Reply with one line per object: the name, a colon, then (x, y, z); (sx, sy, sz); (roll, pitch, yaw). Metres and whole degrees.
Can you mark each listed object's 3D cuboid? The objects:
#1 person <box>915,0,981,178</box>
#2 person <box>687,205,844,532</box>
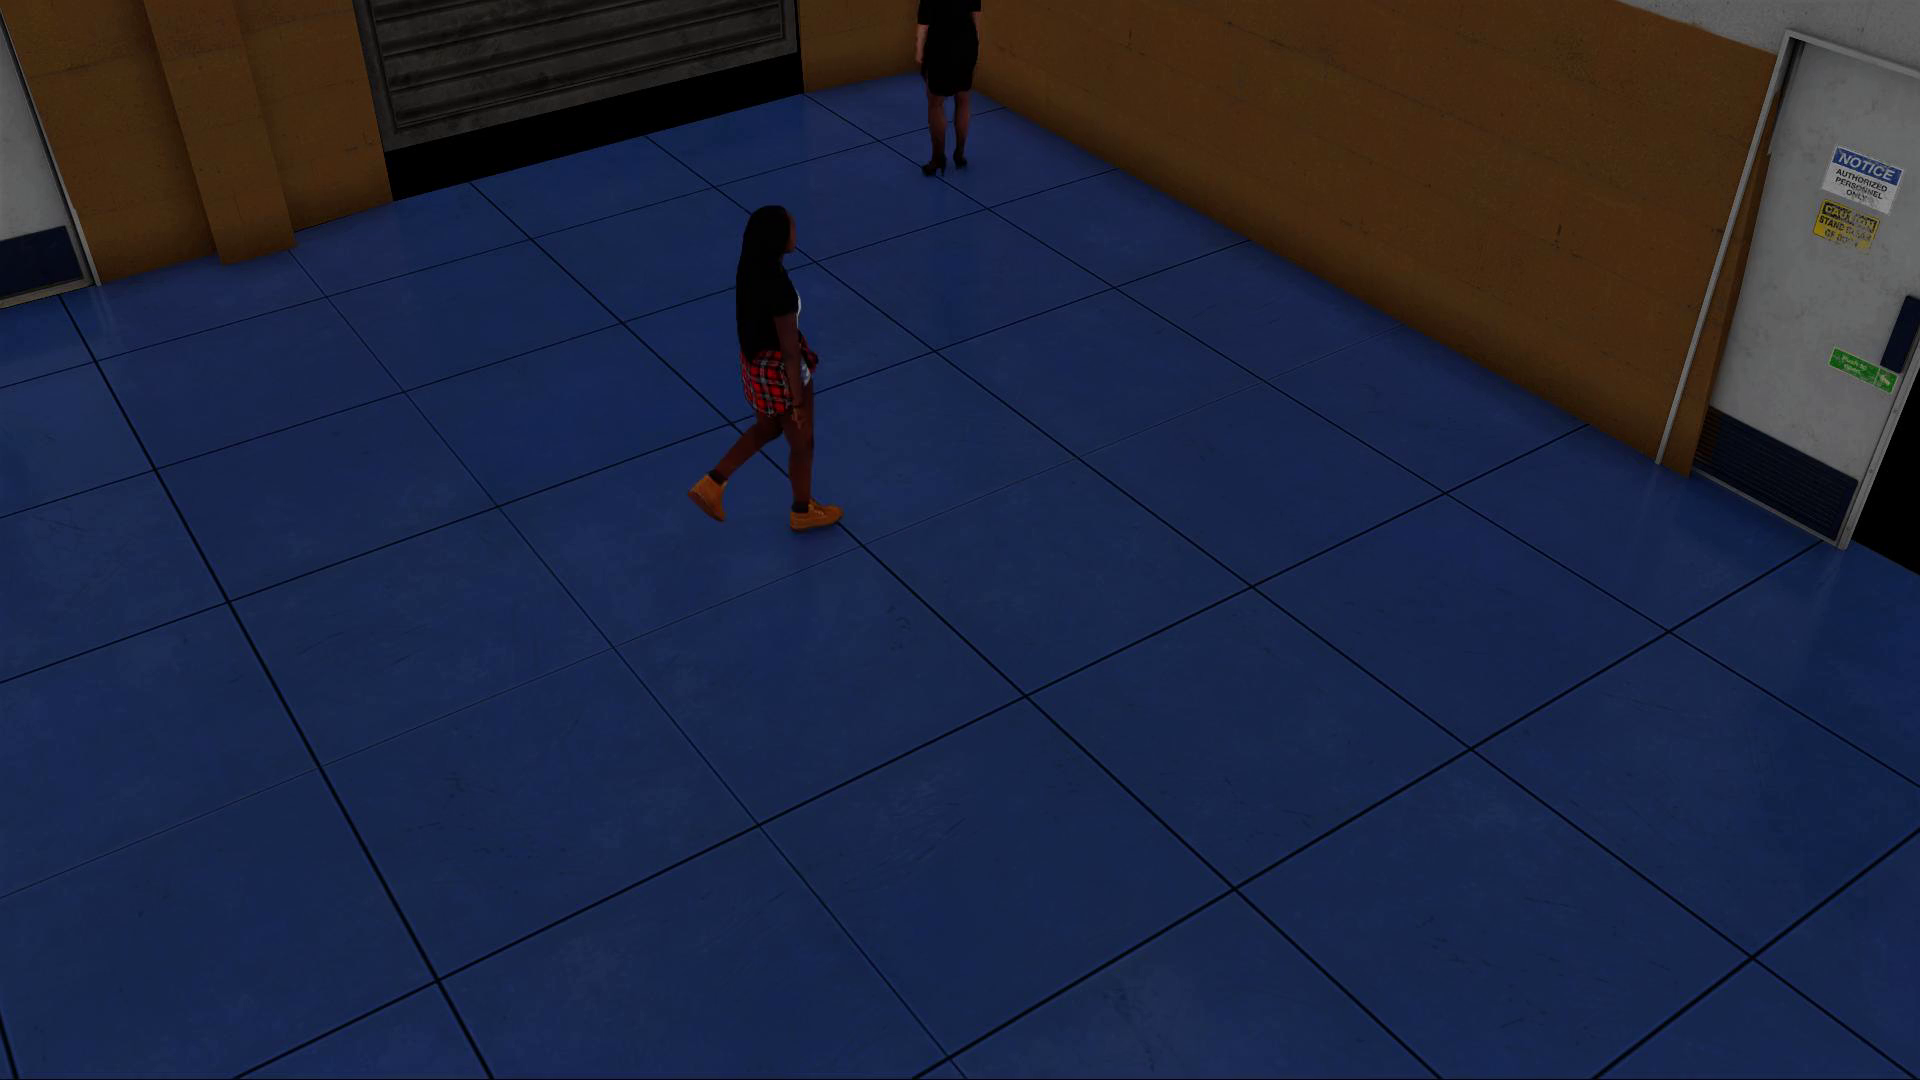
person: (-0.049, -3.272, 11.080); (0.512, 1.696, 0.703); (-7, 37, -9)
person: (-0.928, -0.704, 7.666); (0.973, 1.703, 0.633); (-19, 41, -24)
